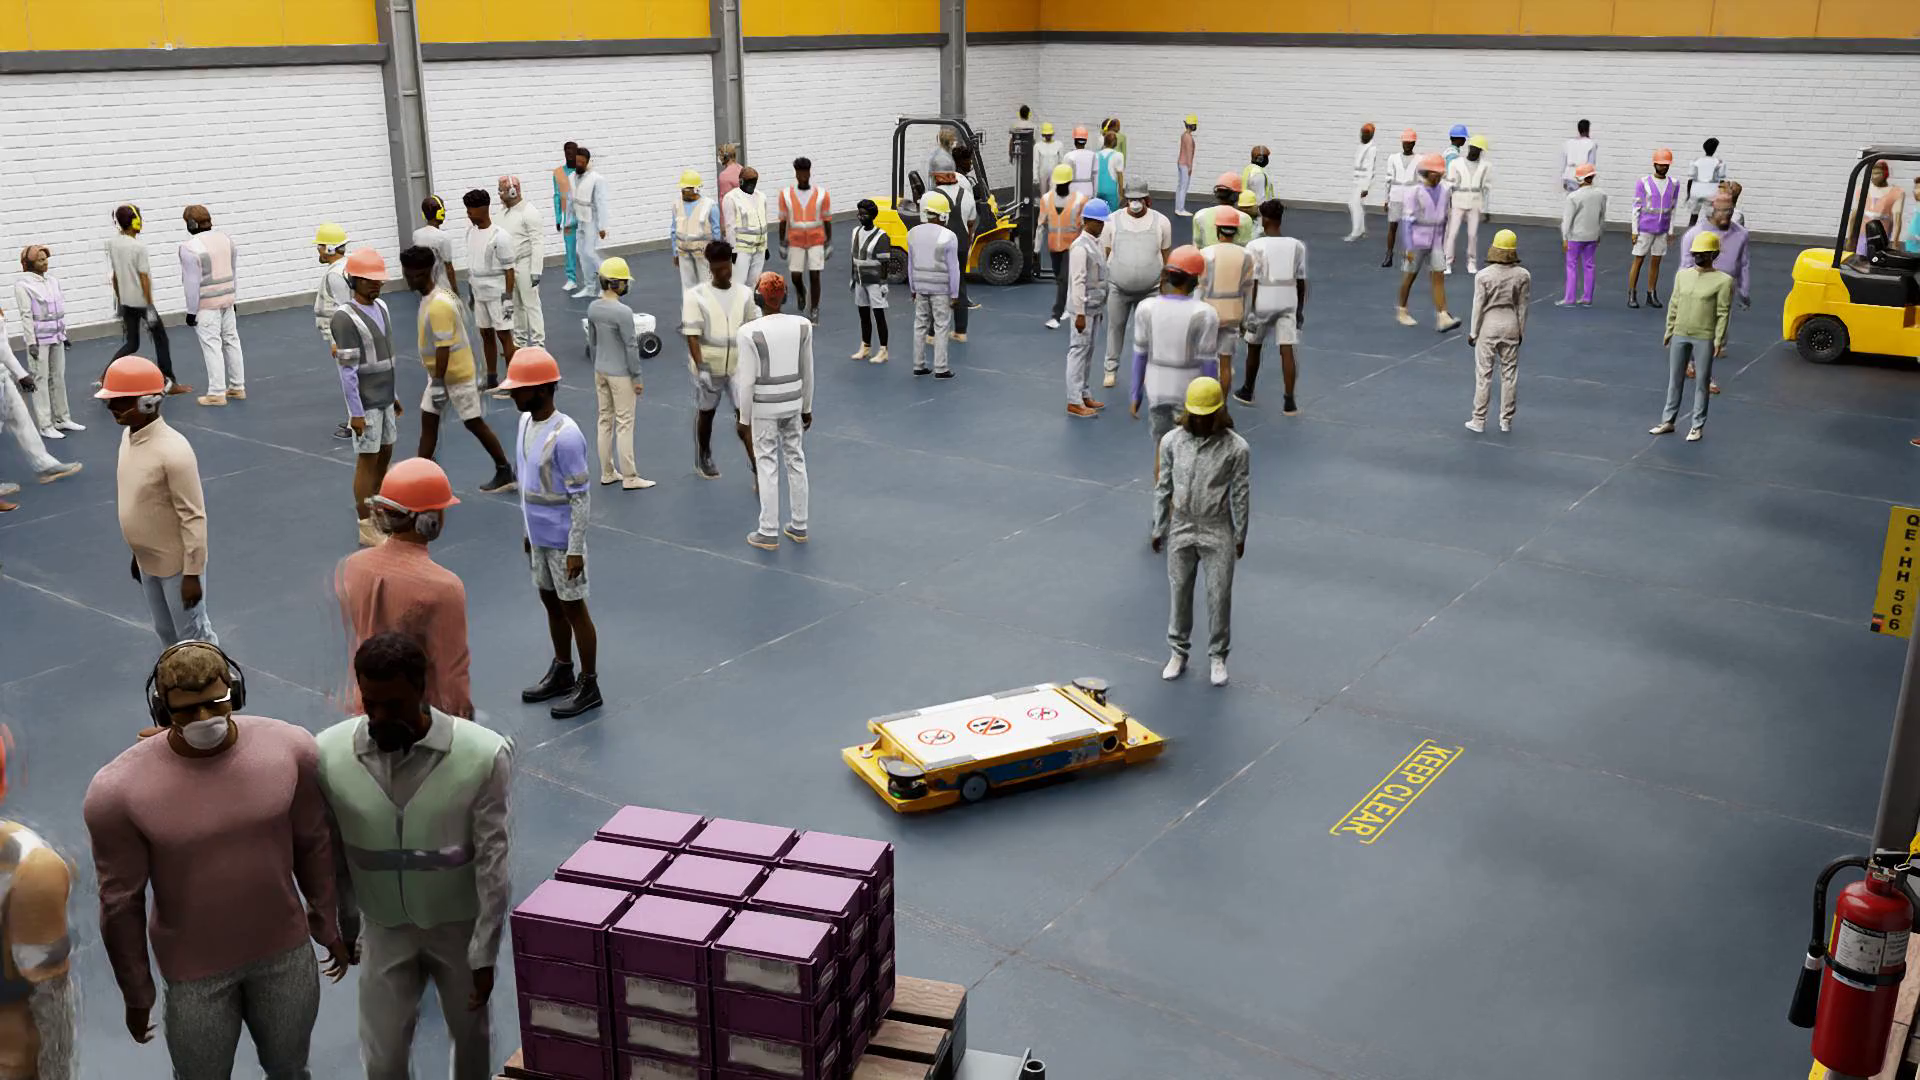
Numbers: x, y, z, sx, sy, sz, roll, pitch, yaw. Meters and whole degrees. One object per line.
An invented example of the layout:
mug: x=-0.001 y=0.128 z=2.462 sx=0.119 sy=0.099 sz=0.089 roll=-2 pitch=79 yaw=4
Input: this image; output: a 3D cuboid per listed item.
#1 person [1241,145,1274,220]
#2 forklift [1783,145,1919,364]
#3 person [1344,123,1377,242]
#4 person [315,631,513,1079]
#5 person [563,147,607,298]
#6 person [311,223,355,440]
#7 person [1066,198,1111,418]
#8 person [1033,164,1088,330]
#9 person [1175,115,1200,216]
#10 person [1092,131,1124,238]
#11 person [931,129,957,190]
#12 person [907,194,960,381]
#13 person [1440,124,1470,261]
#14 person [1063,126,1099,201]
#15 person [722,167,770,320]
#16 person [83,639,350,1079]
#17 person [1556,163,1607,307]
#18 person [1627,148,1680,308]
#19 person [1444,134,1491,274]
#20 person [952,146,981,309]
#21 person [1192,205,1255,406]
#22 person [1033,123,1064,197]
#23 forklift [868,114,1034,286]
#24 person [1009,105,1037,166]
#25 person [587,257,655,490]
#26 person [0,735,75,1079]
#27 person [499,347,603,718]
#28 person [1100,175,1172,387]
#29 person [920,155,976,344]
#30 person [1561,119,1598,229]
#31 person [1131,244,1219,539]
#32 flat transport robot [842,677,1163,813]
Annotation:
person: x=3.902 y=-4.245 z=21.857 sx=0.429 sy=1.844 sz=0.627 roll=-2 pitch=18 yaw=-6
forklift: x=9.803 y=-2.879 z=17.013 sx=2.313 sy=2.155 sz=1.214 roll=12 pitch=21 yaw=33
person: x=6.309 y=-5.602 z=26.112 sx=0.380 sy=1.842 sz=0.677 roll=-1 pitch=18 yaw=-4
person: x=-1.577 y=1.163 z=4.858 sx=0.593 sy=1.891 sz=0.683 roll=-2 pitch=18 yaw=-5
person: x=-4.709 y=-4.005 z=21.019 sx=0.427 sy=1.905 sz=0.635 roll=-16 pitch=24 yaw=-41
person: x=-5.246 y=-1.768 z=14.120 sx=0.403 sy=1.834 sz=0.589 roll=-3 pitch=18 yaw=-9
person: x=1.153 y=-2.083 z=14.927 sx=0.403 sy=1.943 sz=0.606 roll=7 pitch=19 yaw=20
person: x=1.204 y=-3.405 z=19.200 sx=0.618 sy=1.871 sz=0.988 roll=9 pitch=20 yaw=25
person: x=4.035 y=-6.635 z=29.471 sx=0.355 sy=1.755 sz=0.519 roll=-2 pitch=18 yaw=-7
person: x=2.198 y=-5.132 z=24.665 sx=0.587 sy=1.820 sz=0.432 roll=12 pitch=21 yaw=33
person: x=-0.226 y=-4.881 z=23.723 sx=0.422 sy=1.925 sz=0.629 roll=-1 pitch=18 yaw=-2
person: x=-0.243 y=-2.482 z=16.387 sx=0.595 sy=1.821 sz=0.403 roll=12 pitch=21 yaw=32
person: x=7.154 y=-5.060 z=24.232 sx=0.405 sy=1.946 sz=0.609 roll=4 pitch=18 yaw=14
person: x=1.716 y=-4.974 z=23.982 sx=0.553 sy=1.935 sz=0.364 roll=-6 pitch=19 yaw=-19
person: x=-2.410 y=-3.333 z=19.019 sx=0.430 sy=1.837 sz=0.621 roll=14 pitch=22 yaw=37
person: x=-2.064 y=1.181 z=4.726 sx=0.635 sy=1.937 sz=0.354 roll=-14 pitch=22 yaw=-37
person: x=7.642 y=-3.746 z=20.466 sx=0.587 sy=1.737 sz=0.379 roll=-5 pitch=18 yaw=-16
person: x=8.475 y=-3.800 z=20.311 sx=0.545 sy=1.938 sz=0.361 roll=-1 pitch=18 yaw=-4
person: x=6.984 y=-4.630 z=22.950 sx=0.653 sy=1.929 sz=0.419 roll=1 pitch=18 yaw=2
person: x=0.011 y=-3.816 z=20.313 sx=0.368 sy=1.966 sz=0.602 roll=-7 pitch=19 yaw=-21
person: x=2.276 y=-1.951 z=14.546 sx=0.564 sy=1.922 sz=0.402 roll=-3 pitch=18 yaw=-9
person: x=1.510 y=-6.221 z=28.264 sx=0.550 sy=1.714 sz=0.950 roll=1 pitch=18 yaw=4
forklift: x=-0.171 y=-4.594 z=22.377 sx=2.313 sy=2.155 sz=1.214 roll=1 pitch=18 yaw=3
person: x=1.184 y=-7.191 z=31.110 sx=0.545 sy=1.818 sz=0.968 roll=2 pitch=18 yaw=7
person: x=-2.597 y=-1.259 z=12.649 sx=0.523 sy=1.762 sz=0.329 roll=15 pitch=23 yaw=39
person: x=-2.535 y=1.308 z=4.403 sx=0.582 sy=1.895 sz=0.747 roll=7 pitch=19 yaw=20
person: x=-2.105 y=-0.033 z=8.525 sx=0.377 sy=1.936 sz=0.549 roll=-15 pitch=23 yaw=-38
person: x=1.681 y=-2.473 z=15.992 sx=0.684 sy=2.000 sz=0.535 roll=1 pitch=18 yaw=4
person: x=-0.192 y=-3.166 z=18.158 sx=0.688 sy=2.000 sz=0.536 roll=-12 pitch=21 yaw=-33
person: x=9.744 y=-5.677 z=26.268 sx=0.488 sy=1.889 sz=0.599 roll=-10 pitch=20 yaw=-29
person: x=1.461 y=-1.020 z=11.487 sx=0.634 sy=2.036 sz=0.709 roll=10 pitch=20 yaw=28
flat transport robot: x=0.210 y=0.971 z=8.081 sx=1.431 sy=0.197 sz=0.652 roll=-9 pitch=20 yaw=-26
